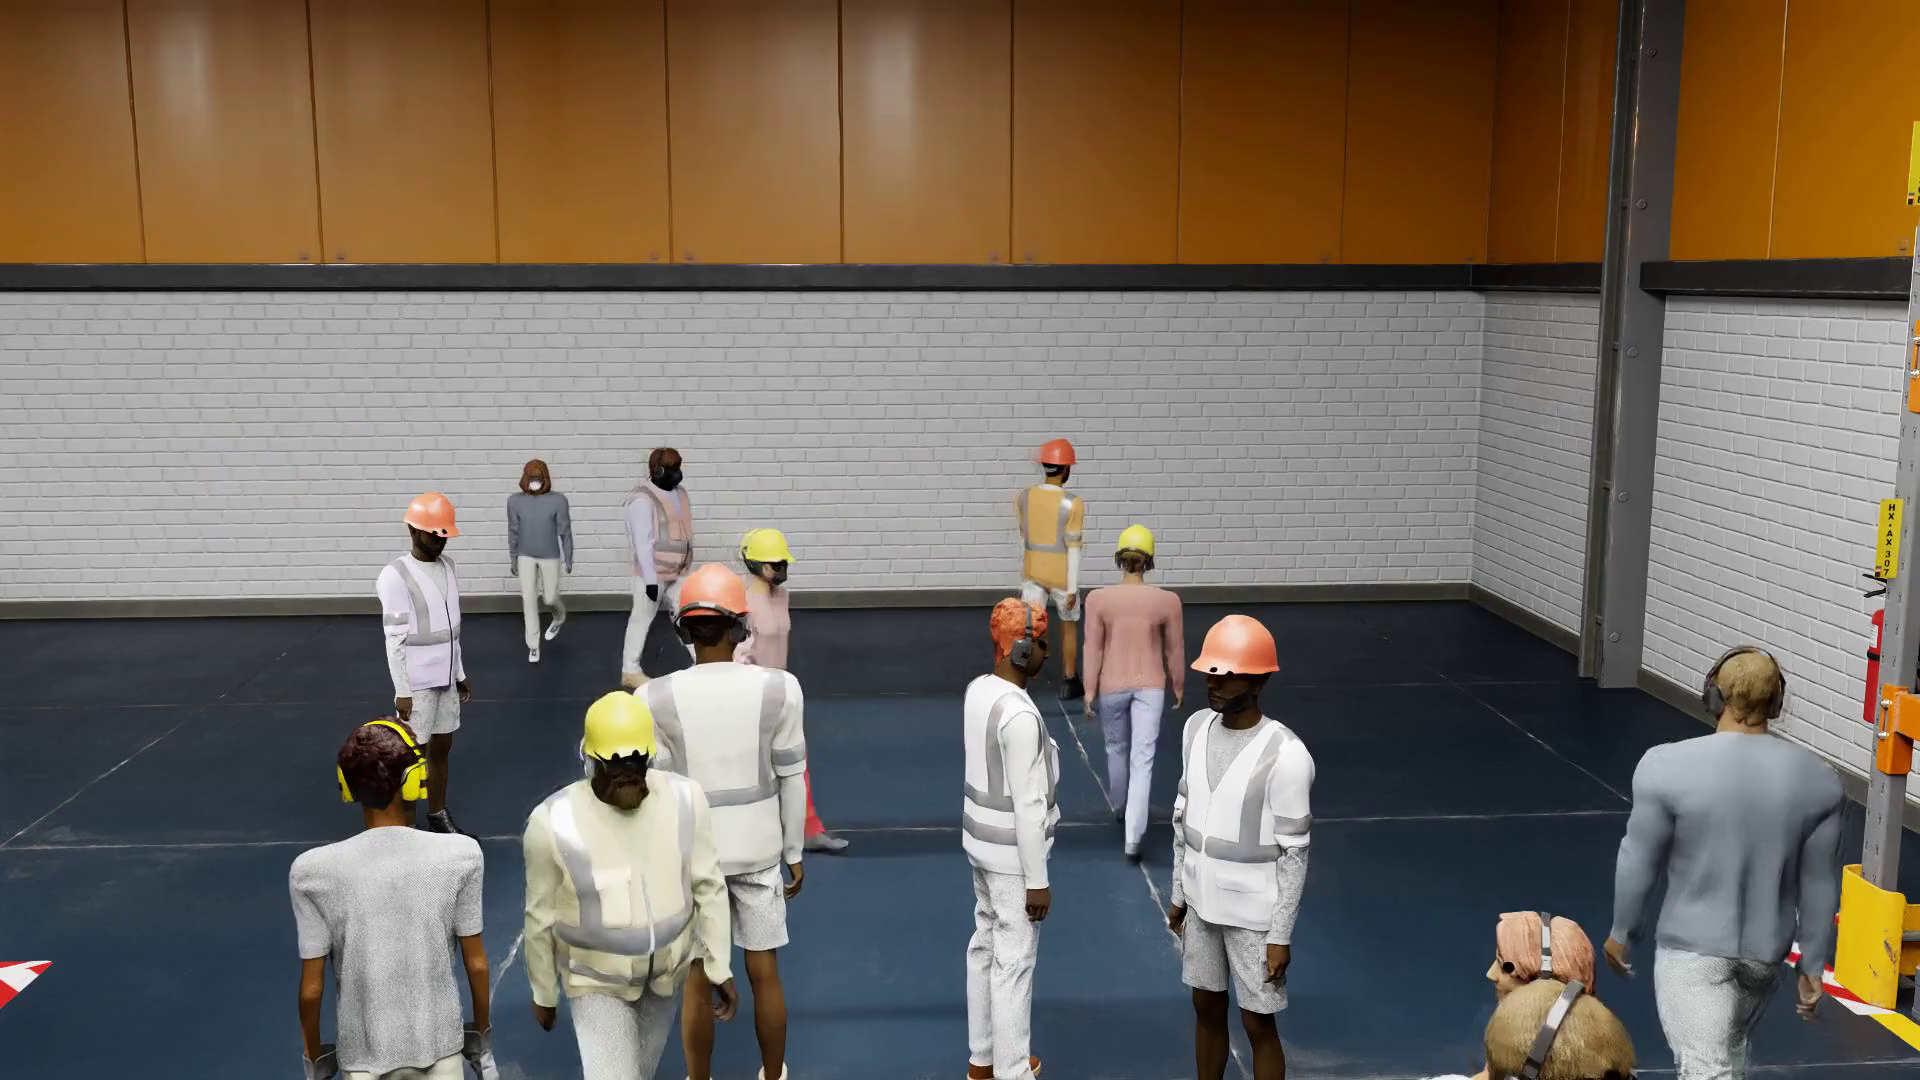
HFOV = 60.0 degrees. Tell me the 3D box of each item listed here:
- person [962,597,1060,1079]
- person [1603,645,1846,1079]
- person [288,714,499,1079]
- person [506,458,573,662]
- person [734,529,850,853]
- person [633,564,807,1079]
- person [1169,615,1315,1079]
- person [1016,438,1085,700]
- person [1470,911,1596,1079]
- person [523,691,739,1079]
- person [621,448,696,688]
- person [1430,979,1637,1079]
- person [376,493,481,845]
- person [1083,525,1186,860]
[{"bbox_3d":[0.192,1.141,6.036,0.356,1.887,0.573,-3,10,-18],"label":"person"},{"bbox_3d":[2.404,1.277,5.159,0.634,1.905,0.962,-1,9,-3],"label":"person"},{"bbox_3d":[-1.520,1.397,4.500,0.515,1.866,0.333,-3,10,-19],"label":"person"},{"bbox_3d":[-3.328,0.130,13.258,0.505,1.608,0.624,0,9,-3],"label":"person"},{"bbox_3d":[-0.937,0.811,8.591,0.831,1.733,0.553,5,10,26],"label":"person"},{"bbox_3d":[-0.842,1.095,5.851,0.605,2.037,0.394,-2,9,-14],"label":"person"},{"bbox_3d":[0.895,1.199,5.500,0.354,1.942,0.545,-7,12,-38],"label":"person"},{"bbox_3d":[0.611,0.242,11.625,0.542,1.909,0.926,5,11,31],"label":"person"},{"bbox_3d":[1.289,1.627,3.756,0.306,1.639,0.523,2,9,11],"label":"person"},{"bbox_3d":[-0.967,1.345,5.075,0.592,1.785,0.896,-6,11,-34],"label":"person"},{"bbox_3d":[-2.099,0.229,12.052,0.976,1.790,0.650,5,10,27],"label":"person"},{"bbox_3d":[0.889,1.635,2.859,0.426,1.913,0.674,-1,9,-7],"label":"person"},{"bbox_3d":[-2.728,0.710,8.615,0.374,1.928,0.542,3,10,19],"label":"person"},{"bbox_3d":[0.926,0.779,8.844,0.538,1.712,0.963,1,9,8],"label":"person"}]
